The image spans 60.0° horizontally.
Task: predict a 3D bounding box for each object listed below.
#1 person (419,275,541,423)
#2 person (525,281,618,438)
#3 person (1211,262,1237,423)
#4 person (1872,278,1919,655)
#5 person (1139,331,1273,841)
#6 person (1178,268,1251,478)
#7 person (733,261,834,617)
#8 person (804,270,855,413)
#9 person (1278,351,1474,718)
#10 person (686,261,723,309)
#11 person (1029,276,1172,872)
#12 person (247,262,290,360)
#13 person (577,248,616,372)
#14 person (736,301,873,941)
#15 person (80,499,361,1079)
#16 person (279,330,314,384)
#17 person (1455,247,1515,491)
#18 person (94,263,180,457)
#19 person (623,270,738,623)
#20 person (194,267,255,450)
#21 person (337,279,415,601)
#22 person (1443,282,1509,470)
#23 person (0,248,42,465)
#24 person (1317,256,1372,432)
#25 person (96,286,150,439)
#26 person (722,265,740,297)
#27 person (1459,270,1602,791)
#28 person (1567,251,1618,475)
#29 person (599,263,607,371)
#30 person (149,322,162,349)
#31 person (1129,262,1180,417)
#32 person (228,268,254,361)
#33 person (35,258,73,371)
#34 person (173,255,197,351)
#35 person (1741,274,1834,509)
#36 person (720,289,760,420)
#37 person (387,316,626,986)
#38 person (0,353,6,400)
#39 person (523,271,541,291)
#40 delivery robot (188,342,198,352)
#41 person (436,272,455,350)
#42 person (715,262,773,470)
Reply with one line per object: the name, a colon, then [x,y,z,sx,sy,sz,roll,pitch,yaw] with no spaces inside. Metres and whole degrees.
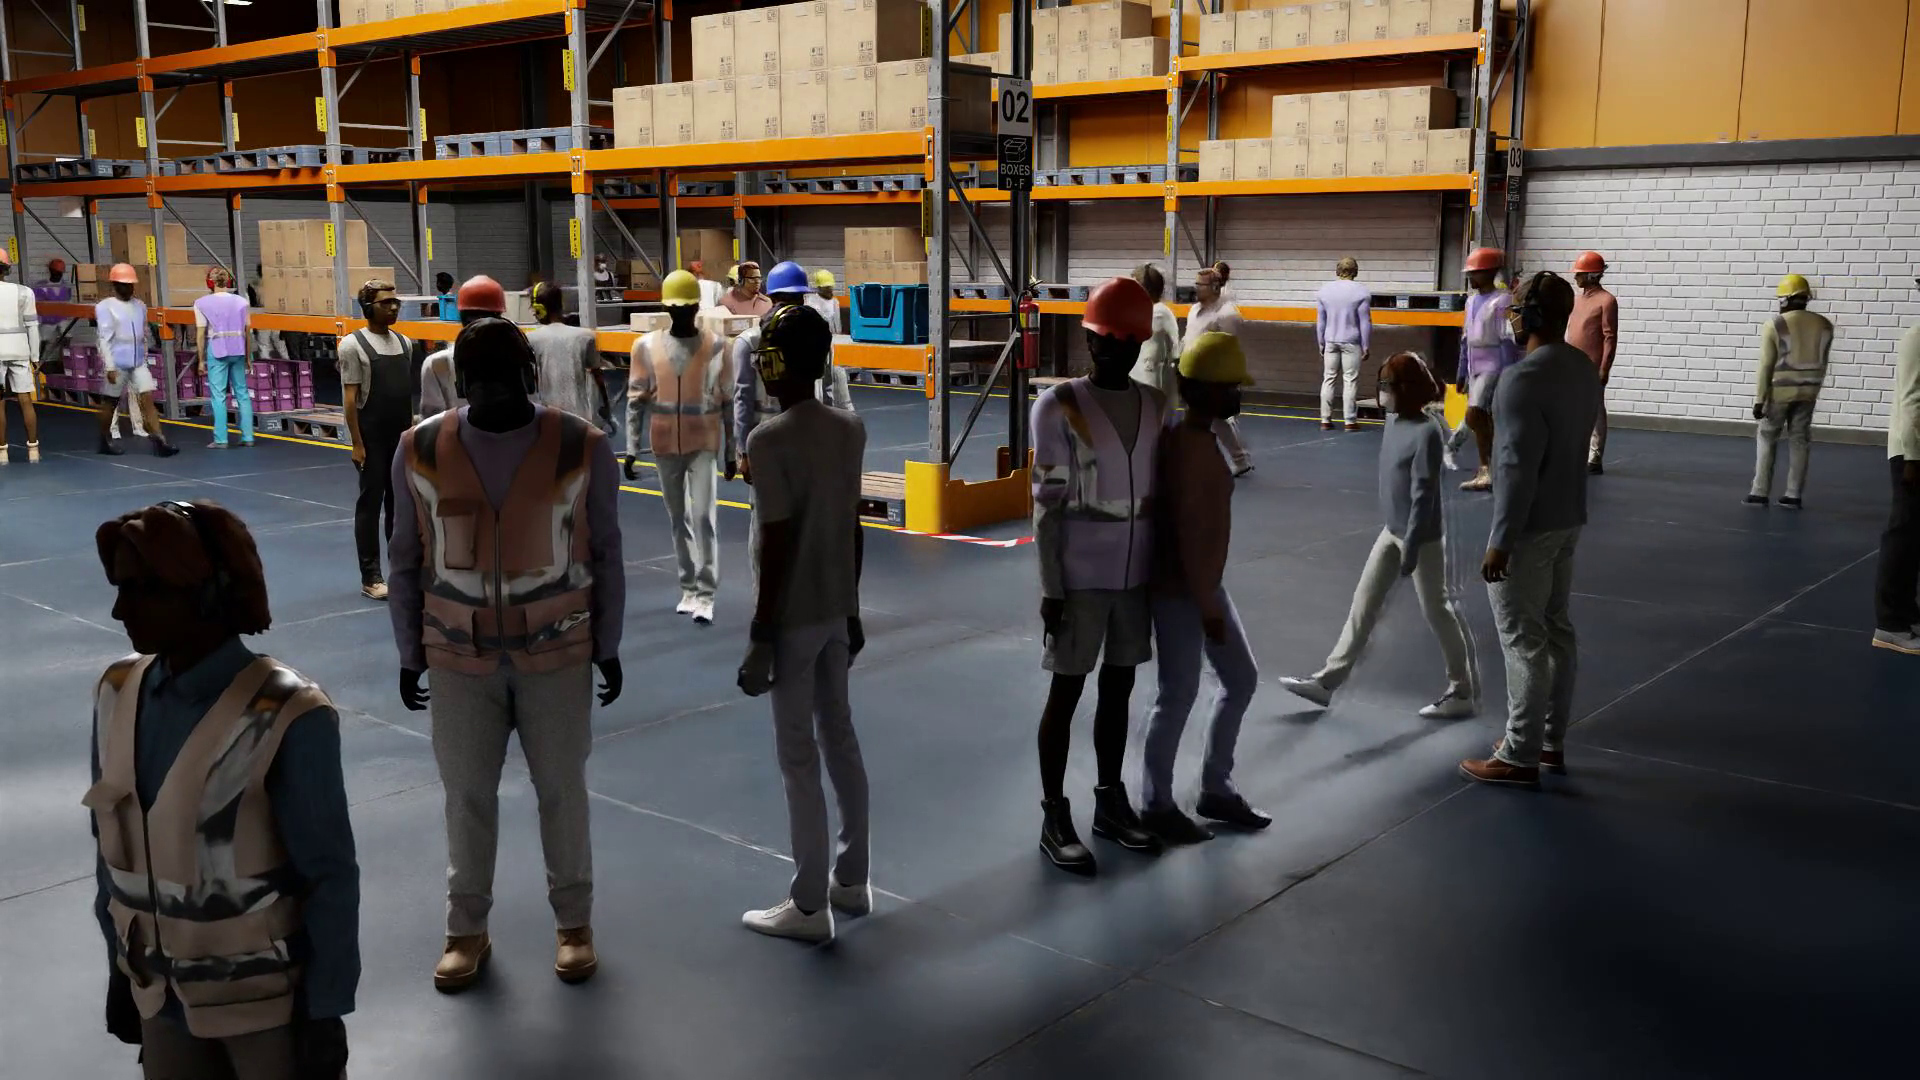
person: [-2.262,-0.298,7.897,0.565,1.882,0.978,-3,10,-16]
person: [-2.525,-0.765,10.803,0.622,1.808,0.981,-3,10,-17]
person: [2.993,-2.254,19.116,0.310,1.865,0.535,6,12,33]
person: [4.878,-0.434,8.377,0.379,1.996,0.609,9,14,42]
person: [0.867,0.180,5.607,0.578,1.742,0.542,4,11,19]
person: [2.159,-1.417,14.396,1.002,1.862,0.643,-3,10,-18]
person: [-0.924,-0.501,8.891,0.605,1.951,0.382,-7,12,-35]
person: [-1.637,-2.283,19.577,0.891,1.777,0.588,9,13,42]
person: [1.848,-0.007,7.106,0.854,1.580,0.520,-1,10,-8]
person: [-3.443,-2.859,22.617,0.643,1.847,0.634,-4,11,-21]
person: [0.486,0.111,5.460,0.545,1.933,0.376,-6,12,-32]
person: [-10.429,-3.293,25.158,0.596,1.827,0.633,9,13,41]
person: [-5.888,-3.750,27.130,0.689,2.000,0.540,-8,13,-40]
person: [-0.460,0.248,4.888,0.309,1.859,0.535,6,12,31]
person: [-1.185,0.743,2.698,0.520,1.638,0.312,5,11,24]
person: [-9.109,-2.927,22.799,0.370,1.915,0.597,2,10,11]
person: [4.319,-1.394,13.755,0.444,2.024,0.648,-2,10,-12]
person: [-8.059,-1.731,16.098,1.021,1.879,0.566,5,11,28]
person: [-1.514,-0.491,8.993,0.597,1.898,0.794,1,10,4]
person: [-7.397,-1.828,16.778,0.388,1.836,0.563,8,13,38]
person: [-3.335,-0.583,9.656,0.345,1.847,0.507,5,11,26]
person: [4.726,-1.461,15.033,0.506,1.749,0.506,-6,12,-31]
person: [-8.946,-1.719,15.564,0.605,2.044,0.375,-8,13,-39]
person: [4.236,-2.156,18.375,0.630,1.931,0.356,7,12,34]
person: [-8.912,-1.898,17.726,0.313,1.642,0.513,9,13,41]
person: [-2.787,-2.624,21.415,0.889,1.788,0.620,-3,10,-16]
person: [2.153,-0.032,6.254,0.361,1.939,0.635,9,13,41]
person: [5.613,-1.576,14.895,0.392,1.991,0.613,-2,10,-13]
person: [-6.032,-3.729,27.470,0.529,1.885,0.800,-5,11,-27]
person: [-12.471,-3.344,26.049,0.506,1.605,0.755,0,10,-1]
person: [1.220,-0.830,10.813,0.405,1.934,0.677,2,10,12]
person: [-9.584,-2.730,22.122,0.319,1.763,0.522,-1,10,-6]
person: [-14.214,-3.460,25.993,1.032,1.878,0.589,9,13,41]
person: [-12.106,-3.523,25.958,0.622,1.996,0.370,3,10,18]
person: [6.427,-1.141,12.884,0.611,1.827,0.404,-1,10,-5]
person: [-2.457,-2.182,19.316,0.884,1.641,0.534,4,11,23]
person: [-1.239,0.311,4.576,0.636,1.842,0.429,-2,10,-8]
person: [-8.451,-1.337,14.063,0.680,1.817,0.736,-6,12,-30]
person: [-7.347,-3.864,28.972,0.495,1.618,0.632,-7,12,-34]
delivery robot: [-11.859,-2.849,25.964,0.477,0.478,0.707,5,11,27]
person: [-6.986,-2.802,22.716,0.317,1.695,0.540,-2,10,-12]
person: [-1.922,-1.590,15.256,0.635,1.900,0.401,-8,13,-38]
